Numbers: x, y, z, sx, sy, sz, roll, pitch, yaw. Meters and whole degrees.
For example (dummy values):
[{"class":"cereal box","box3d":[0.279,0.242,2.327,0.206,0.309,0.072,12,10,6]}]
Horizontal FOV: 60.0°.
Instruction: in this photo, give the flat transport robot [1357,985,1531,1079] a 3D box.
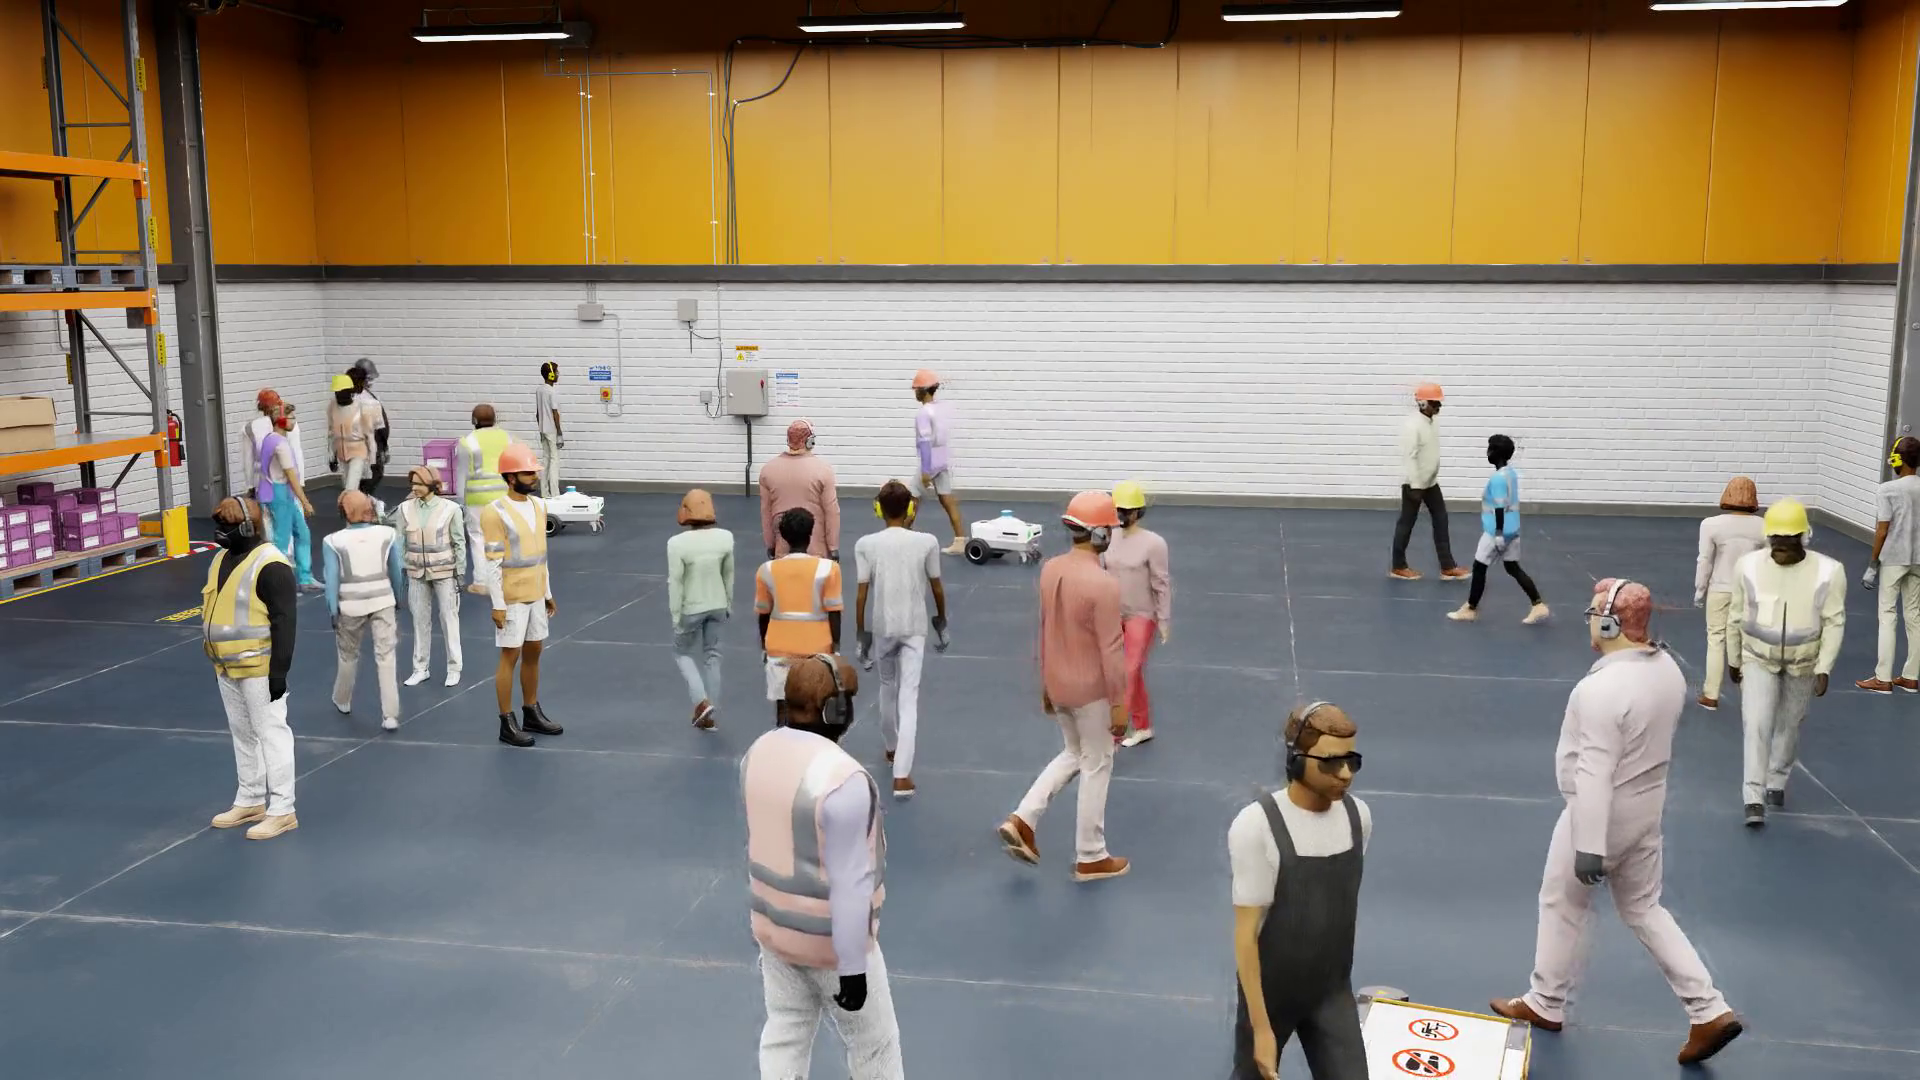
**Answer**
[{"class":"flat transport robot","box3d":[1.624,1.965,5.851,0.652,0.197,1.431,4,10,22]}]

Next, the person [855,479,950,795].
[{"class":"person","box3d":[-0.348,0.549,9.876,0.534,1.816,0.997,1,9,6]}]

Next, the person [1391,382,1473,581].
[{"class":"person","box3d":[4.615,-0.548,16.188,0.903,1.961,0.659,8,12,42]}]

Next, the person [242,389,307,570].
[{"class":"person","box3d":[-6.858,-0.581,16.665,0.614,1.875,0.398,0,9,-2]}]

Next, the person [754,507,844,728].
[{"class":"person","box3d":[-0.920,0.634,9.769,0.550,1.660,0.775,1,9,8]}]

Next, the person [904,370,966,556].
[{"class":"person","box3d":[-0.373,-0.818,17.813,1.074,1.980,0.642,4,10,25]}]

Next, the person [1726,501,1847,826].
[{"class":"person","box3d":[4.511,0.679,9.128,0.588,1.779,0.871,5,10,26]}]

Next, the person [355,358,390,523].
[{"class":"person","box3d":[-7.170,-1.214,20.100,0.535,2.000,0.786,-4,10,-22]}]

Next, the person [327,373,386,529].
[{"class":"person","box3d":[-6.966,-0.995,19.221,0.615,1.891,0.826,4,10,22]}]

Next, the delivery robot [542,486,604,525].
[{"class":"delivery robot","box3d":[-4.485,-0.377,19.214,0.707,0.478,0.477,-1,9,-4]}]

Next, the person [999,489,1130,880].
[{"class":"person","box3d":[0.558,0.734,8.217,0.568,1.981,0.628,-5,10,-28]}]

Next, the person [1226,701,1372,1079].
[{"class":"person","box3d":[1.030,1.363,4.865,0.517,1.791,0.970,-4,10,-22]}]

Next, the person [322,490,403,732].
[{"class":"person","box3d":[-3.989,0.455,11.140,0.531,1.593,0.870,-6,11,-31]}]

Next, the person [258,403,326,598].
[{"class":"person","box3d":[-6.156,-0.358,15.464,0.690,1.824,0.582,-5,10,-27]}]

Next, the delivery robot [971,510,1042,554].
[{"class":"delivery robot","box3d":[0.483,-0.066,17.285,0.707,0.478,0.477,5,10,26]}]

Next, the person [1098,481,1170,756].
[{"class":"person","box3d":[0.987,0.503,10.382,0.549,1.725,0.850,8,12,42]}]

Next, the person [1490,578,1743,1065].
[{"class":"person","box3d":[2.577,1.077,6.419,0.652,1.875,0.901,-8,12,-40]}]

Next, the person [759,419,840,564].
[{"class":"person","box3d":[-1.214,0.017,12.878,0.645,1.908,0.408,3,10,18]}]

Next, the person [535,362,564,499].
[{"class":"person","box3d":[-5.321,-1.384,21.688,0.329,1.872,0.508,-9,13,-43]}]

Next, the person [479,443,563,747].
[{"class":"person","box3d":[-2.818,0.345,10.733,0.346,1.942,0.550,4,10,25]}]

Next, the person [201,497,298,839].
[{"class":"person","box3d":[-3.836,0.680,8.966,0.634,1.842,0.429,7,11,36]}]

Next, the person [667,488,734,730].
[{"class":"person","box3d":[-1.707,0.466,10.973,0.507,1.619,0.383,-6,11,-34]}]

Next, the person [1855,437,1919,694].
[{"class":"person","box3d":[6.770,0.182,11.989,0.510,1.865,0.329,-1,9,-9]}]

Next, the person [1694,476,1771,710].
[{"class":"person","box3d":[5.351,0.374,11.505,0.507,1.632,0.265,2,9,14]}]

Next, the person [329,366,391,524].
[{"class":"person","box3d":[-7.009,-1.072,19.550,0.616,1.927,0.904,0,9,3]}]

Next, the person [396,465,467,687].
[{"class":"person","box3d":[-3.867,0.265,12.176,0.522,1.636,0.311,1,9,6]}]

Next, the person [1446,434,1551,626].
[{"class":"person","box3d":[4.684,-0.084,14.272,0.843,1.661,0.537,6,11,31]}]

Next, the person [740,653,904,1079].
[{"class":"person","box3d":[-0.362,1.254,5.447,0.713,1.822,0.659,-8,12,-39]}]

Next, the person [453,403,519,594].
[{"class":"person","box3d":[-4.397,-0.372,15.583,0.579,1.823,0.643,9,13,44]}]
